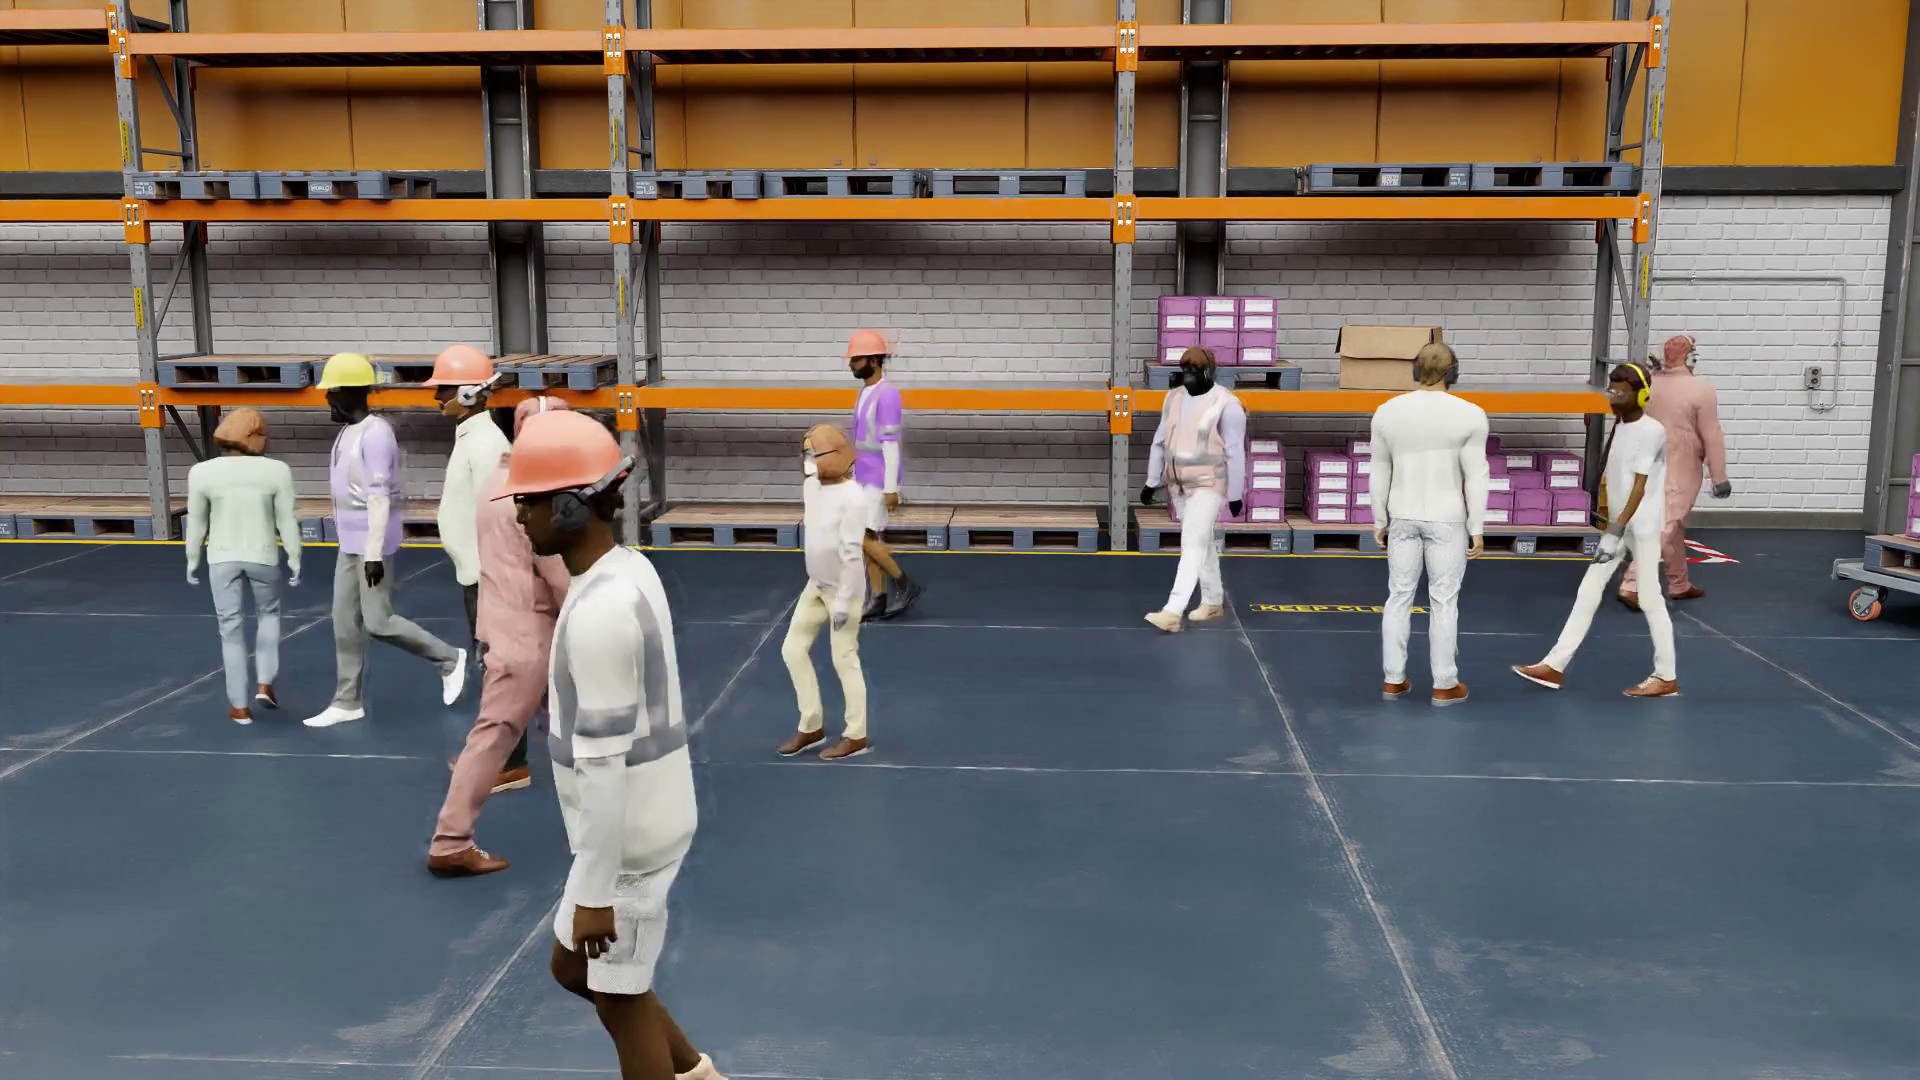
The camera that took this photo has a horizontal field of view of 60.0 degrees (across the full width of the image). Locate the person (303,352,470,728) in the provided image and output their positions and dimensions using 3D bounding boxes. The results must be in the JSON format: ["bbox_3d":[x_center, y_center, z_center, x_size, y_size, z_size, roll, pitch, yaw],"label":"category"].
[{"bbox_3d":[-2.972,-0.007,8.475,0.754,1.909,0.592,-8,12,-39],"label":"person"}]

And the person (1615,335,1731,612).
[{"bbox_3d":[4.786,-0.454,11.235,0.986,1.862,0.651,-4,11,-23],"label":"person"}]

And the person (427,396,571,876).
[{"bbox_3d":[-1.625,0.366,6.471,1.037,1.844,0.637,-4,11,-24],"label":"person"}]

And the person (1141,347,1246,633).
[{"bbox_3d":[1.432,-0.323,10.633,0.921,1.802,0.630,-7,12,-34],"label":"person"}]

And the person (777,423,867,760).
[{"bbox_3d":[-0.638,0.259,7.744,0.548,1.609,0.519,-7,12,-35],"label":"person"}]

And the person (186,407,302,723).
[{"bbox_3d":[-3.670,0.130,8.527,0.565,1.608,0.381,-4,11,-25],"label":"person"}]

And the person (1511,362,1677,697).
[{"bbox_3d":[3.480,-0.033,8.910,0.938,1.818,0.483,-1,10,-7],"label":"person"}]

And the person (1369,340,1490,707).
[{"bbox_3d":[2.488,-0.086,8.847,0.635,1.936,0.356,7,12,34],"label":"person"}]

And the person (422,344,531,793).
[{"bbox_3d":[-2.145,0.130,7.411,0.395,1.993,0.614,-4,10,-20],"label":"person"}]

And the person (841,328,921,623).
[{"bbox_3d":[-0.560,-0.399,10.722,0.427,1.918,0.562,-4,10,-21],"label":"person"}]

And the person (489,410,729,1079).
[{"bbox_3d":[-0.847,0.698,3.989,0.481,2.023,0.626,-2,10,-9],"label":"person"}]
